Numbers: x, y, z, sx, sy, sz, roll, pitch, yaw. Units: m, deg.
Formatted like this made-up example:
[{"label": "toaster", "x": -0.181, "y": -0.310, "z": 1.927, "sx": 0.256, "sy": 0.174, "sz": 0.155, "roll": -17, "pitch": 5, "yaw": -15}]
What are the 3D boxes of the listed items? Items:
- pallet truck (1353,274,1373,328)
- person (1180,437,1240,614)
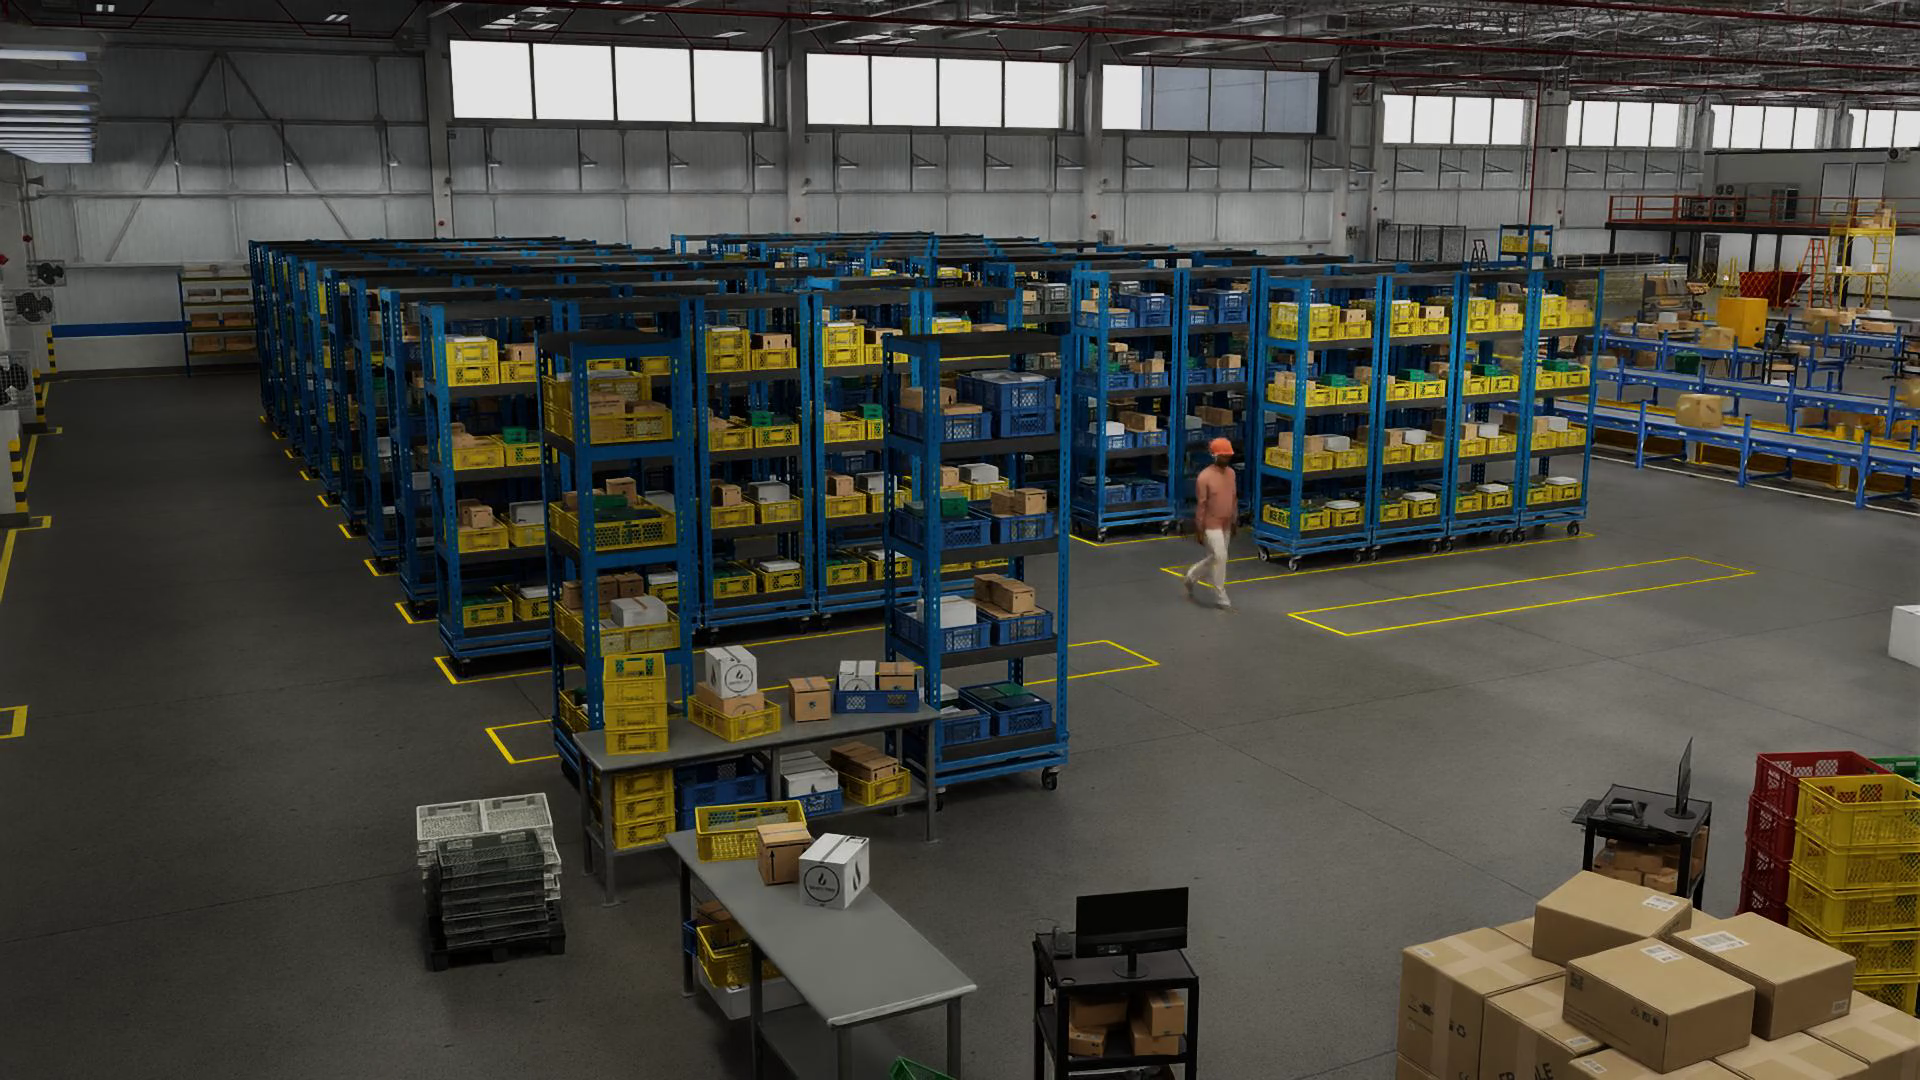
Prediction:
[{"label": "pallet truck", "x": 13.011, "y": -8.050, "z": 55.243, "sx": 0.823, "sy": 1.965, "sz": 1.885, "roll": -7, "pitch": 14, "yaw": -28}, {"label": "person", "x": 2.819, "y": -0.200, "z": 18.609, "sx": 0.622, "sy": 1.968, "sz": 0.848, "roll": -12, "pitch": 17, "yaw": -43}]
